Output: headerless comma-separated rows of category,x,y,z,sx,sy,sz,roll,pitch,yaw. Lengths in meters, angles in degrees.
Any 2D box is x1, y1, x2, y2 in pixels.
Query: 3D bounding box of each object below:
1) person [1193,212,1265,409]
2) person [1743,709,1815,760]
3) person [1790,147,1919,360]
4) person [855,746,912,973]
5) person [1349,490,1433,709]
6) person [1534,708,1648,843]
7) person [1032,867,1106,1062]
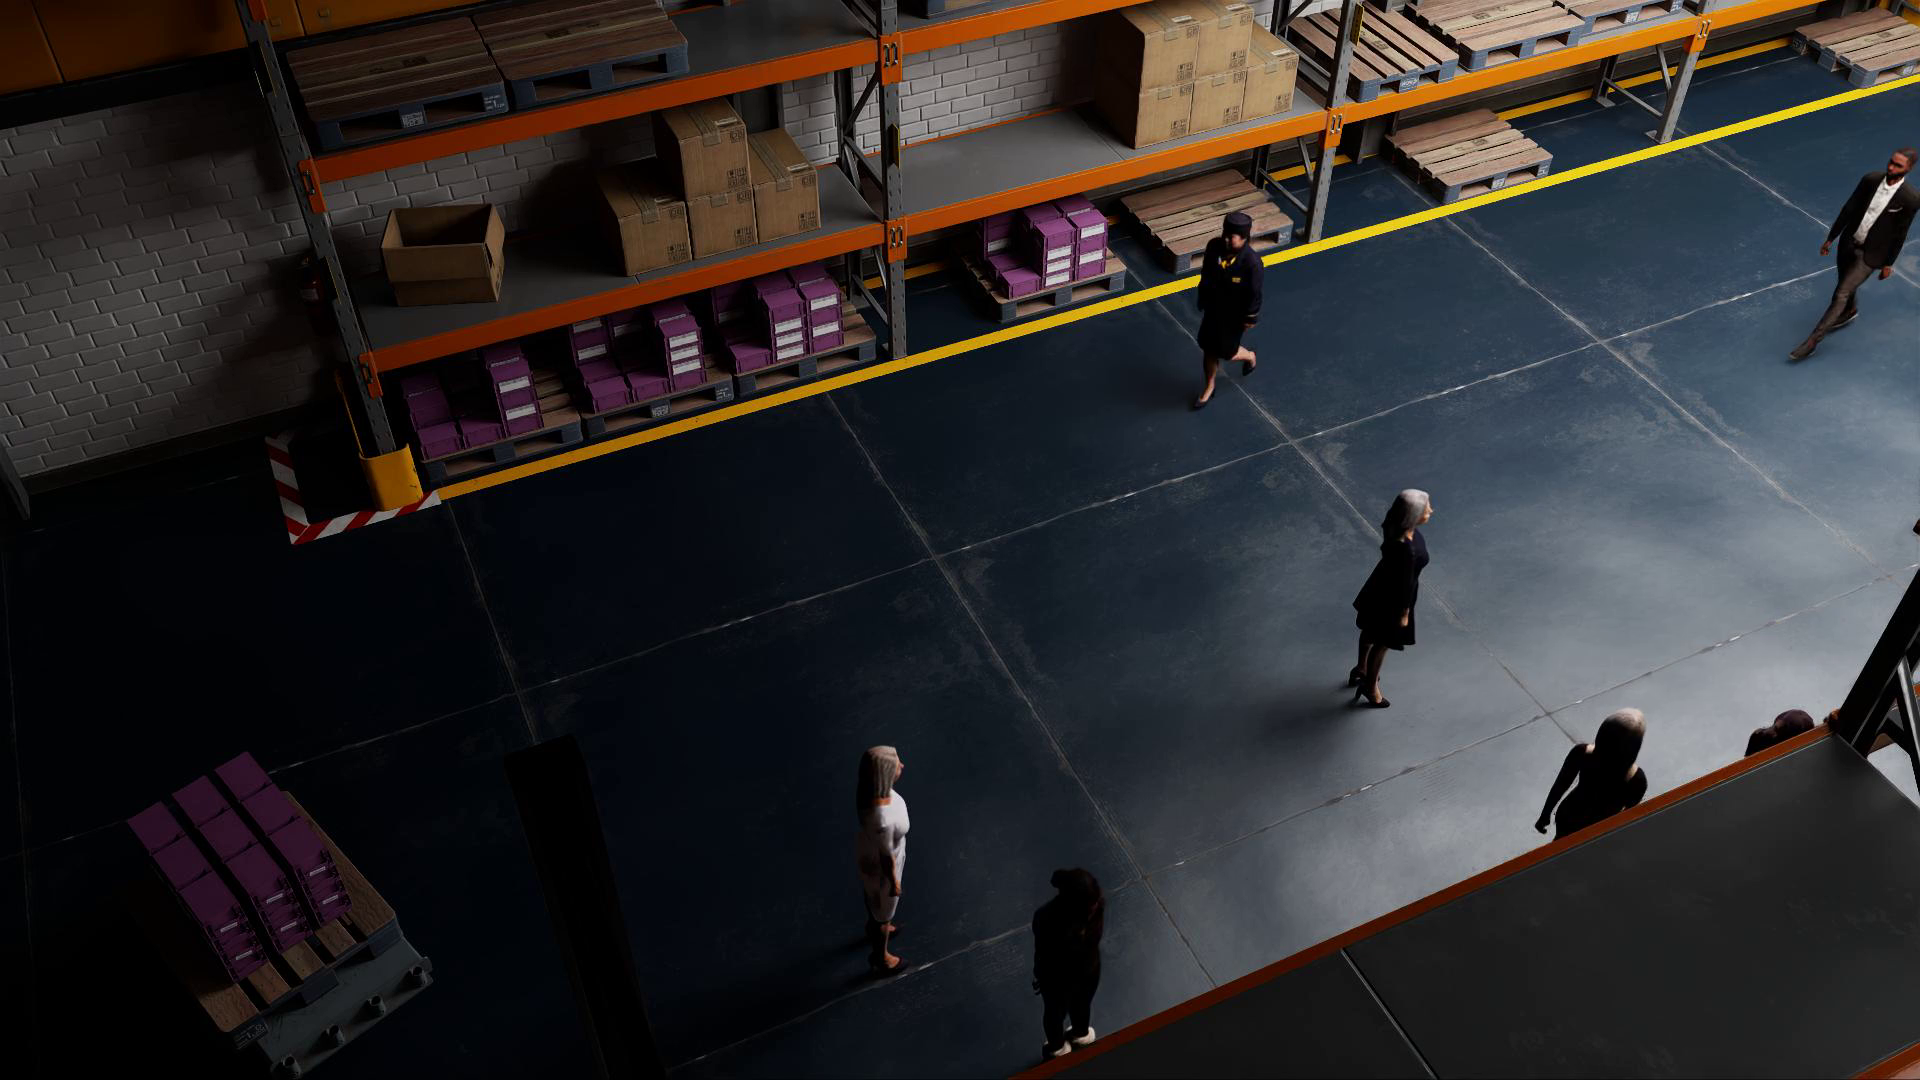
person,2.060,-1.747,12.574,0.970,1.659,0.846,-32,52,-29
person,4.427,1.514,9.212,1.057,1.575,0.608,-19,47,-19
person,7.136,-2.295,13.080,1.158,1.755,0.714,-20,47,-20
person,-0.427,1.705,8.885,0.573,1.749,0.604,-9,44,-9
person,2.676,0.350,10.309,0.683,1.747,0.678,-2,44,-2
person,3.301,1.622,8.929,0.745,1.810,0.897,33,53,30
person,0.547,2.171,8.461,0.598,1.660,0.654,1,44,1
